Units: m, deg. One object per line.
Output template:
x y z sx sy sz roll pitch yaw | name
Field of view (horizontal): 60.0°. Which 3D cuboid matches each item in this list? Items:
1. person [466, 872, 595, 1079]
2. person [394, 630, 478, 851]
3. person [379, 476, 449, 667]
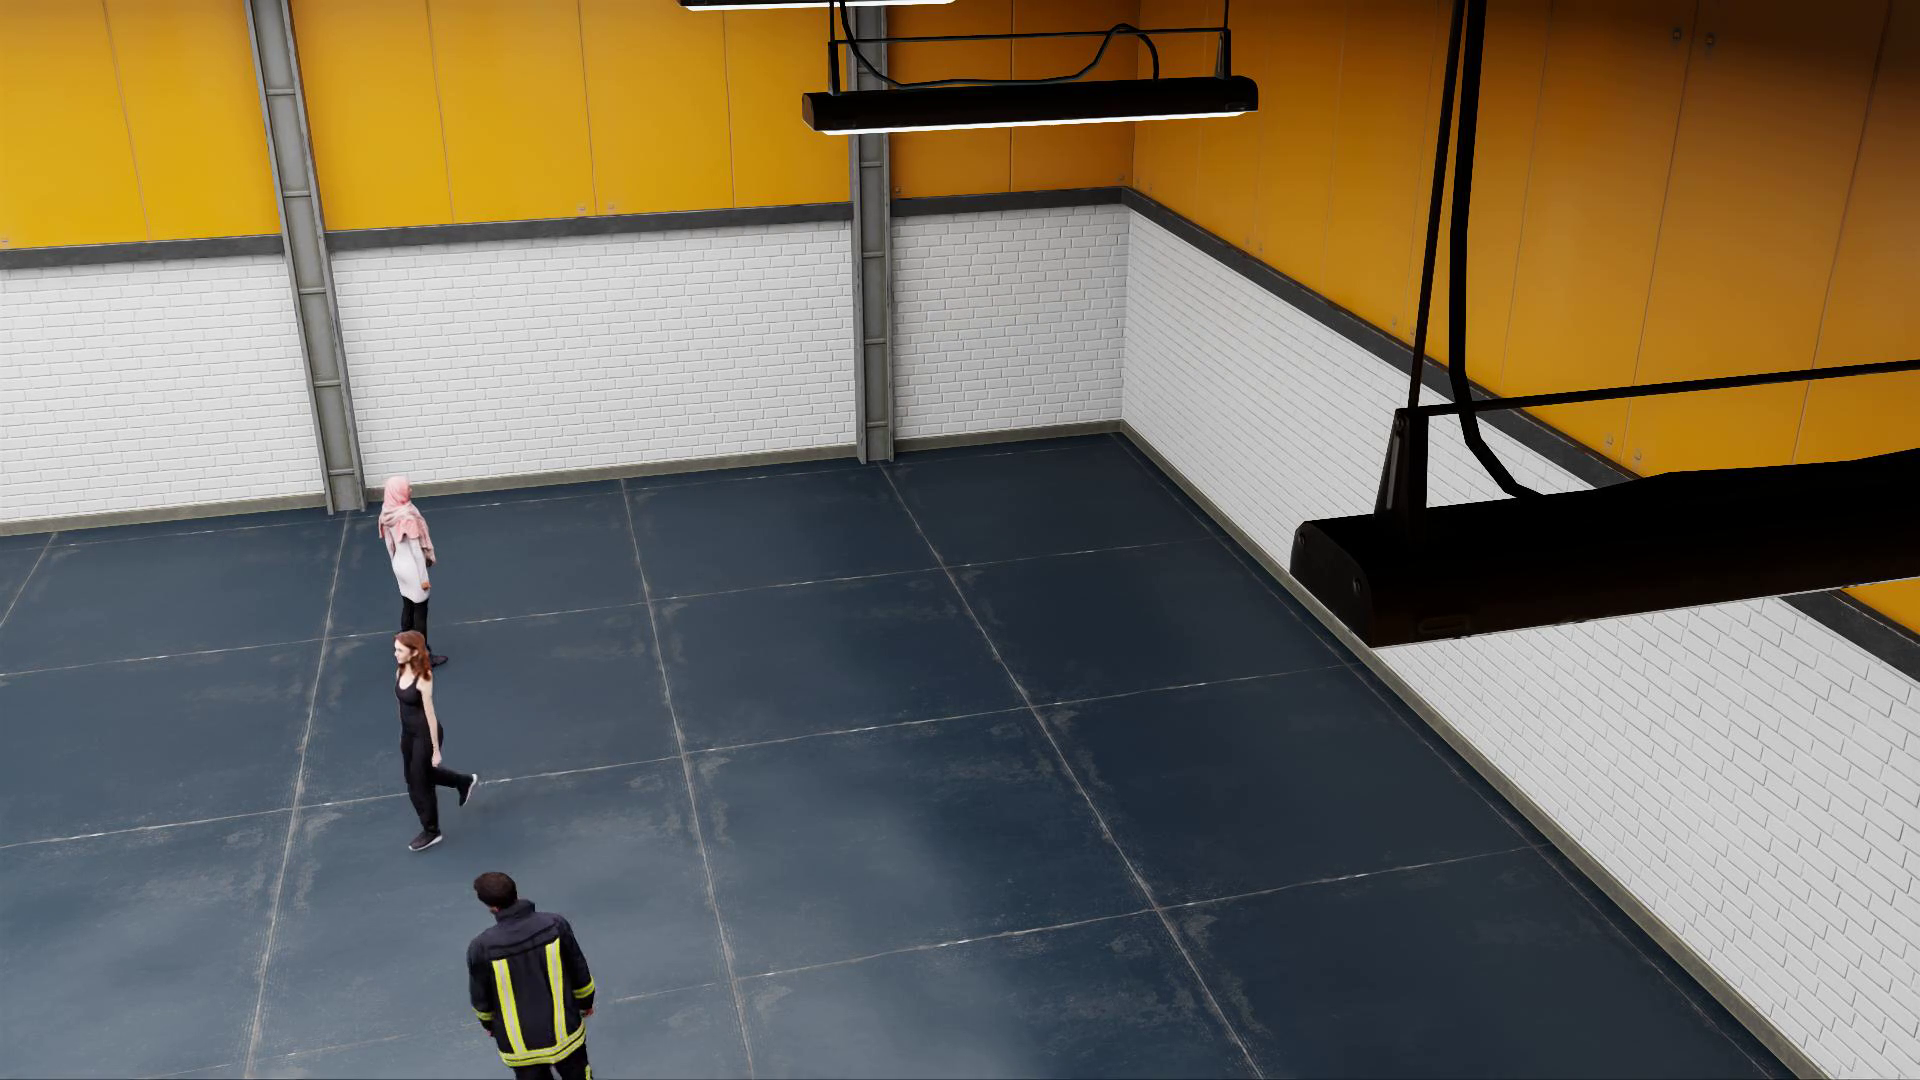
-2.322 2.644 9.255 0.674 1.896 1.006 -6 24 -12 | person
-3.884 1.423 12.254 0.899 1.732 1.011 17 29 34 | person
-4.888 0.276 14.788 0.735 1.803 0.758 20 31 39 | person
